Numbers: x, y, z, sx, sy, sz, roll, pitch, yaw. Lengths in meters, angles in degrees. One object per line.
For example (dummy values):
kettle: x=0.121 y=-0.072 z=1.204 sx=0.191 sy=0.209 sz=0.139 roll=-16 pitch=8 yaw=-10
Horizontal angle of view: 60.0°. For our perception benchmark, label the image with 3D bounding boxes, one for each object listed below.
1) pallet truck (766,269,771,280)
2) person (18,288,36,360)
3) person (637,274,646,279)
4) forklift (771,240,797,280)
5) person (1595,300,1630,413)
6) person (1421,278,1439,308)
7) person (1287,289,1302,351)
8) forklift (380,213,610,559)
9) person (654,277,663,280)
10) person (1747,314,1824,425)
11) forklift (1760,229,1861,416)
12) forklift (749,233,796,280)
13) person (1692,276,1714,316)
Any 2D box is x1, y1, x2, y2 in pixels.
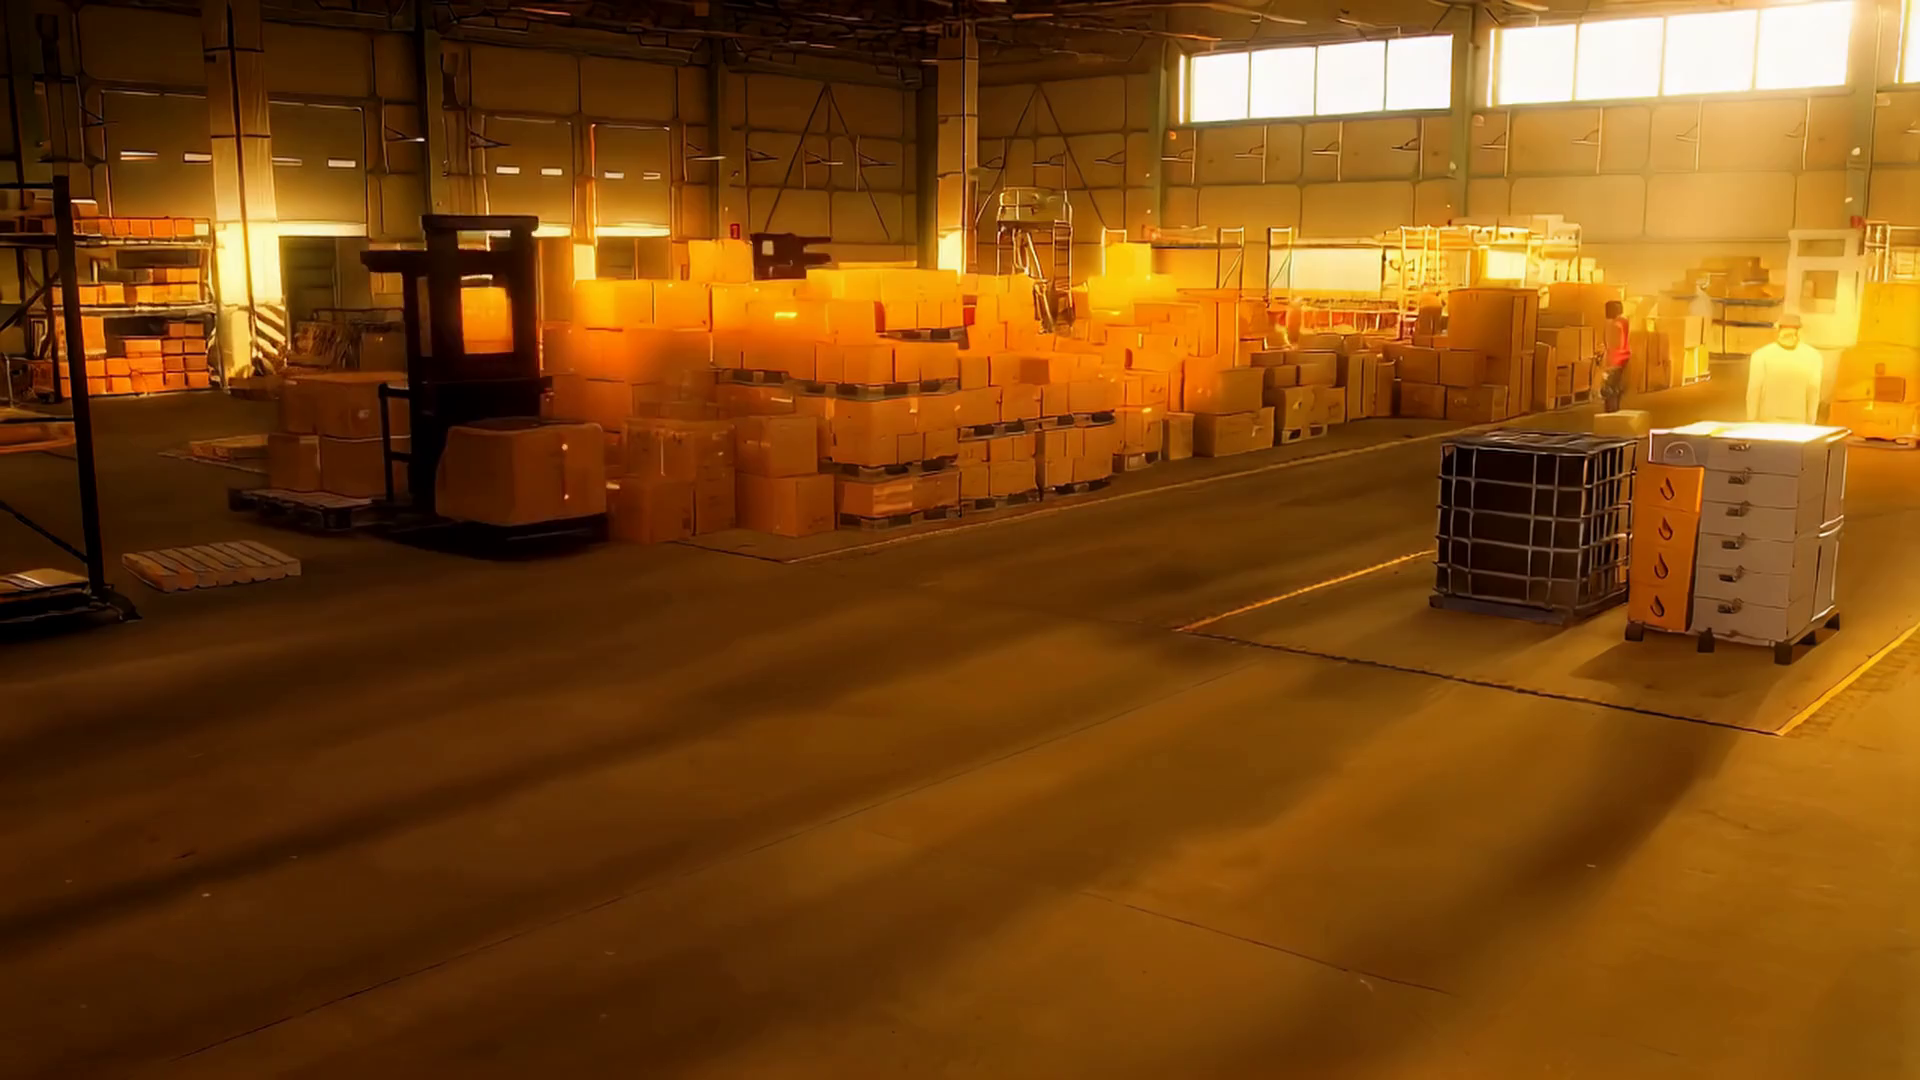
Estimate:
pallet truck: x=-4.996 y=-6.432 z=45.525 sx=1.885 sy=1.965 sz=0.823 roll=-6 pitch=12 yaw=-32
person: x=-20.227 y=-4.620 z=36.067 sx=0.318 sy=1.697 sz=0.535 roll=-6 pitch=12 yaw=-30
person: x=-7.517 y=-5.303 z=39.295 sx=0.386 sy=1.928 sz=0.589 roll=8 pitch=13 yaw=40
forklift: x=-4.209 y=-5.900 z=39.983 sx=1.873 sy=2.768 sz=1.129 roll=2 pitch=10 yaw=13
person: x=9.001 y=-2.396 z=23.004 sx=0.429 sy=1.840 sz=0.624 roll=7 pitch=12 yaw=33
person: x=9.525 y=-4.364 z=33.906 sx=0.343 sy=1.942 sz=0.552 roll=-3 pitch=10 yaw=-15
person: x=7.173 y=-4.509 z=35.444 sx=0.544 sy=1.684 sz=0.546 roll=4 pitch=11 yaw=19
forklift: x=-3.990 y=-1.356 z=14.111 sx=1.873 sy=2.768 sz=1.129 roll=8 pitch=13 yaw=40
person: x=-6.511 y=-4.725 z=36.022 sx=0.636 sy=1.928 sz=0.383 roll=-4 pitch=11 yaw=-23
person: x=7.686 y=-1.135 z=15.545 sx=0.629 sy=1.936 sz=0.374 roll=3 pitch=10 yaw=14
forklift: x=13.026 y=-3.320 z=25.297 sx=1.129 sy=2.768 sz=1.873 roll=8 pitch=13 yaw=40
forklift: x=-3.523 y=-4.397 z=31.428 sx=1.873 sy=2.768 sz=1.129 roll=8 pitch=13 yaw=40
person: x=14.794 y=-4.275 z=33.247 sx=0.611 sy=1.996 sz=0.379 roll=-8 pitch=13 yaw=-39
